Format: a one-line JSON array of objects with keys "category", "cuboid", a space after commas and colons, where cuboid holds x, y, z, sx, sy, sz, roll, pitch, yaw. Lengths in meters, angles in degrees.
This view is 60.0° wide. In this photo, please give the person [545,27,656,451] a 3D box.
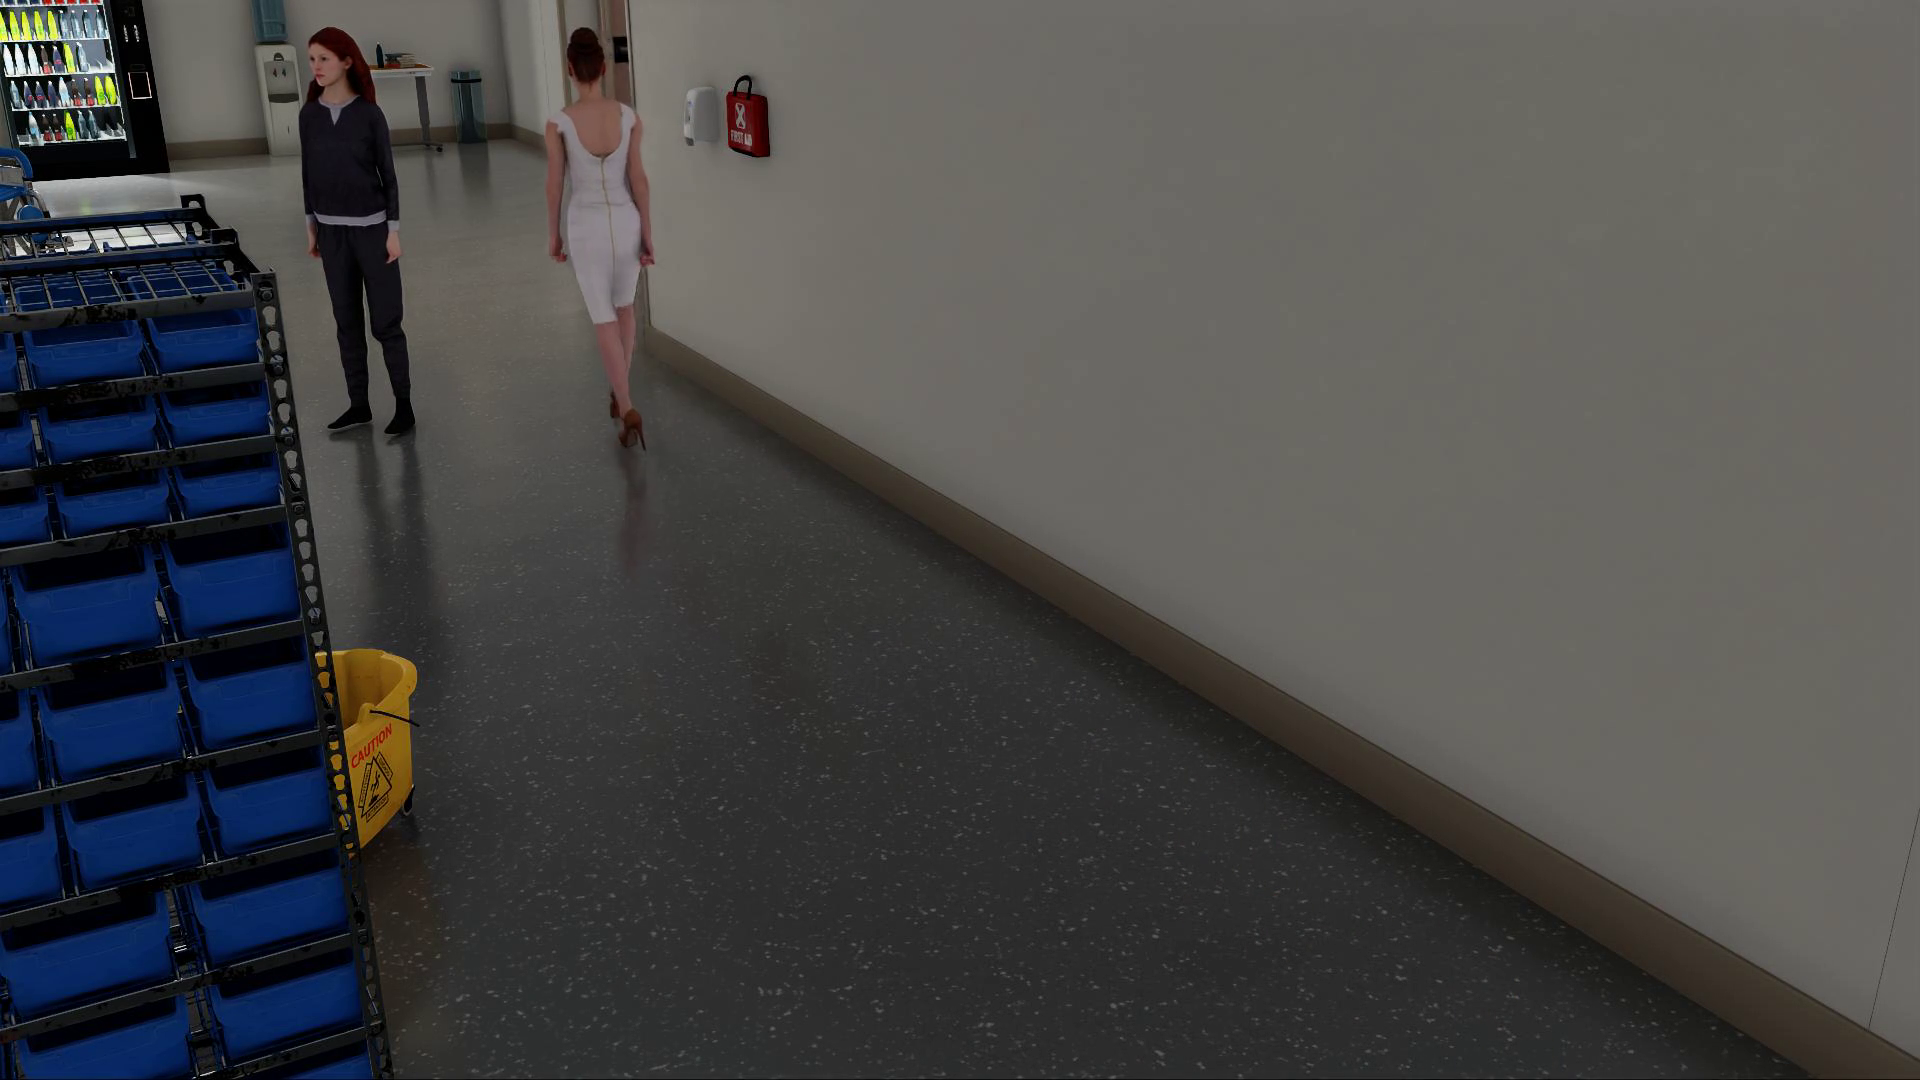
[{"category": "person", "cuboid": [-1.493, -1.230, 7.070, 0.743, 1.775, 0.682, -9, 23, -23]}]

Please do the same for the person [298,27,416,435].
[{"category": "person", "cuboid": [-2.677, -1.349, 7.379, 0.637, 1.779, 0.706, 5, 21, 12]}]
